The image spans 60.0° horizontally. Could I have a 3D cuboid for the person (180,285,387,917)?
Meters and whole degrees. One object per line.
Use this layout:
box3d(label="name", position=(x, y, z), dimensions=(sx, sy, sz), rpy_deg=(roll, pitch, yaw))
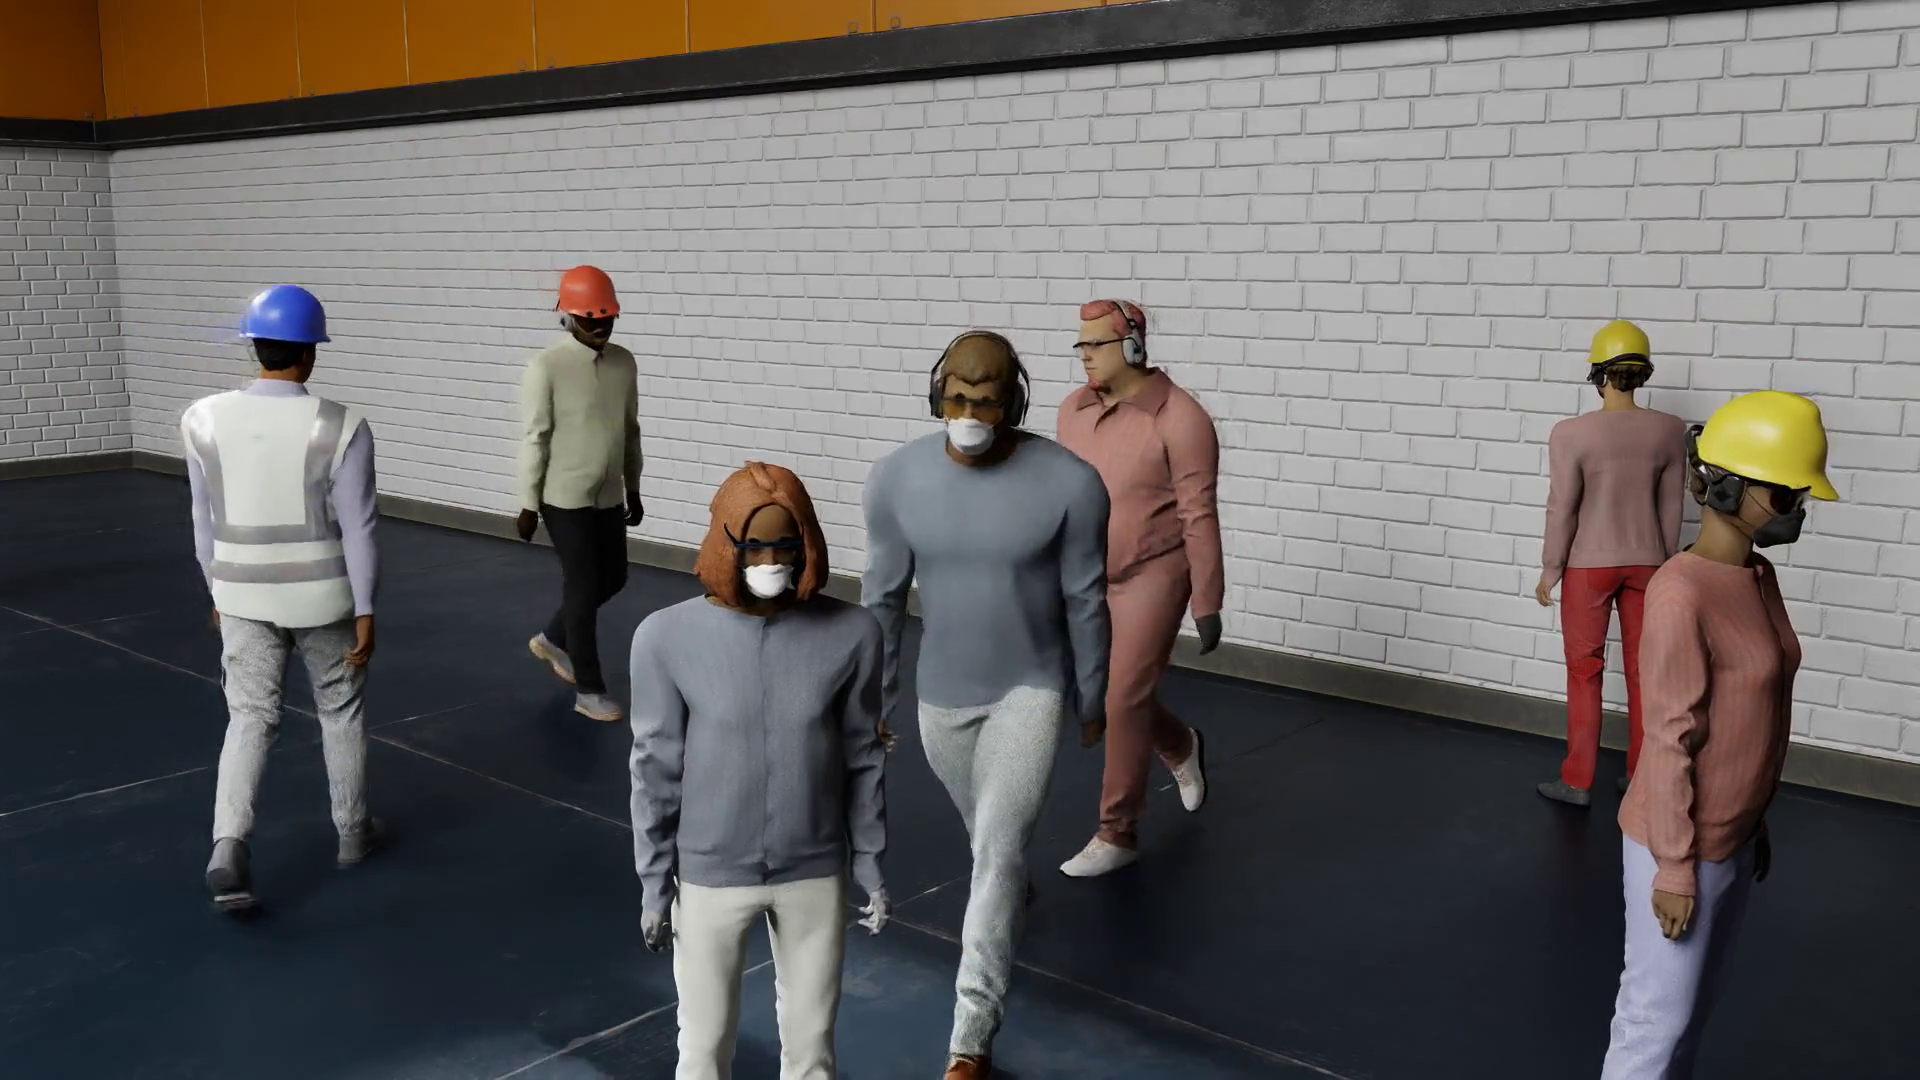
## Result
box3d(label="person", position=(-2.096, 0.176, 5.149), dimensions=(0.607, 1.918, 0.868), rpy_deg=(0, 10, -2))

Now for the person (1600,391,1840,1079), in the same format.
box3d(label="person", position=(1.470, 0.588, 3.242), dimensions=(0.325, 1.760, 0.523), rpy_deg=(8, 13, 40))

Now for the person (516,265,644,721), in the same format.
box3d(label="person", position=(-1.683, -0.205, 7.207), dimensions=(0.797, 1.959, 0.642), rpy_deg=(7, 12, 33))

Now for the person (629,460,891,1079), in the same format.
box3d(label="person", position=(-0.377, 0.656, 3.206), dimensions=(0.498, 1.633, 0.285), rpy_deg=(-3, 10, -17))

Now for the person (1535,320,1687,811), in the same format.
box3d(label="person", position=(2.337, 0.098, 6.002), dimensions=(0.523, 1.769, 0.324), rpy_deg=(-1, 10, -6))

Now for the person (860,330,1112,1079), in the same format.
box3d(label="person", position=(0.082, 0.364, 4.318), dimensions=(0.653, 1.851, 1.179), rpy_deg=(3, 10, 16))

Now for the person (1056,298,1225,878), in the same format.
box3d(label="person", position=(0.609, 0.130, 5.534), dimensions=(0.785, 1.874, 0.665), rpy_deg=(-8, 13, -39))
